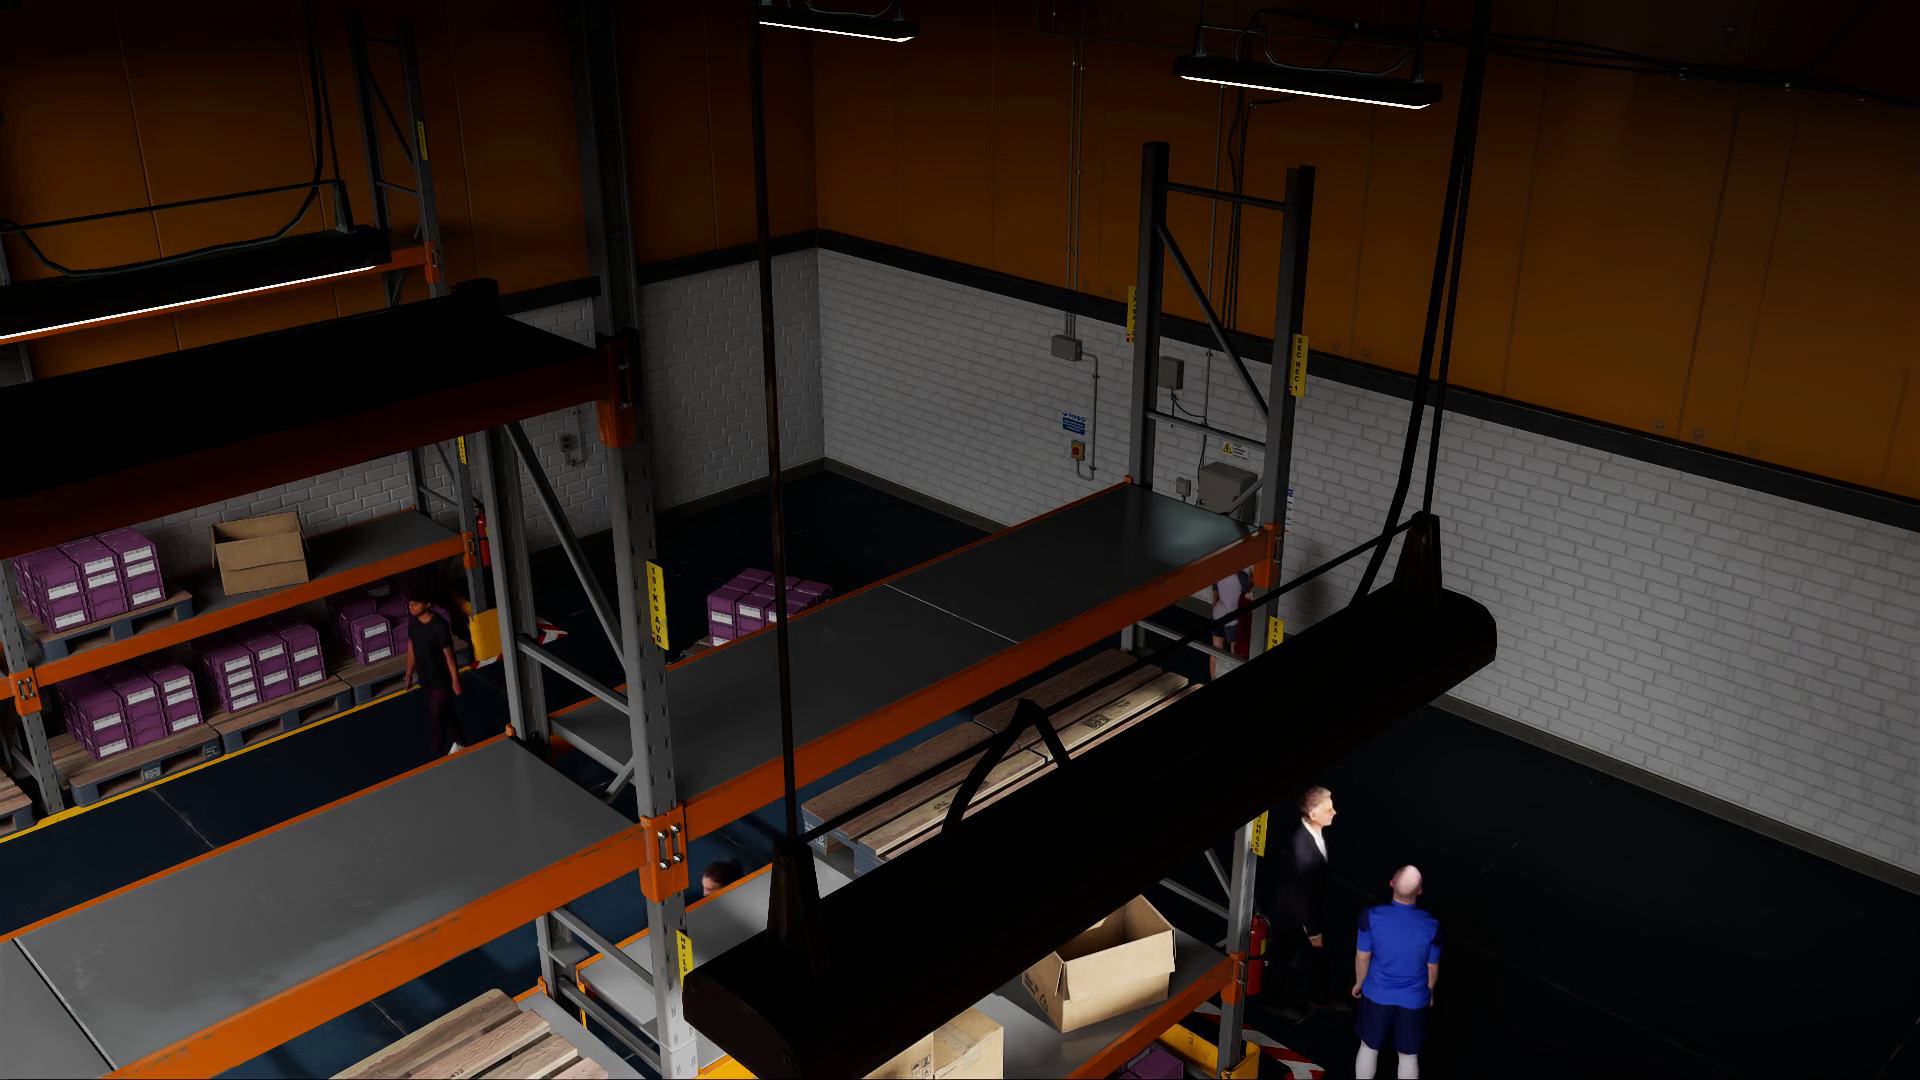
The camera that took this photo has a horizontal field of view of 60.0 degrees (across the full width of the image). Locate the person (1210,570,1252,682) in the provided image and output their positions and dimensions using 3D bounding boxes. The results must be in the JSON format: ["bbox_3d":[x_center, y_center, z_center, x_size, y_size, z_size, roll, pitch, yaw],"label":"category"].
[{"bbox_3d":[2.502,0.712,15.363,0.567,1.565,0.529,19,30,37],"label":"person"}]

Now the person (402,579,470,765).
[{"bbox_3d":[-4.395,1.128,14.173,0.731,1.757,0.970,16,28,33],"label":"person"}]

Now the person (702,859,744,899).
[{"bbox_3d":[-1.393,2.731,10.626,1.033,1.661,0.622,-22,32,-40],"label":"person"}]

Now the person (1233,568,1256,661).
[{"bbox_3d":[2.434,1.023,14.517,1.141,1.672,1.052,-2,24,-5],"label":"person"}]

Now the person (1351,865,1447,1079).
[{"bbox_3d":[2.680,2.795,10.254,0.758,1.841,0.747,7,25,16],"label":"person"}]

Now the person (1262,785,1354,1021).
[{"bbox_3d":[2.210,2.426,11.151,0.899,1.799,0.871,12,26,25],"label":"person"}]
